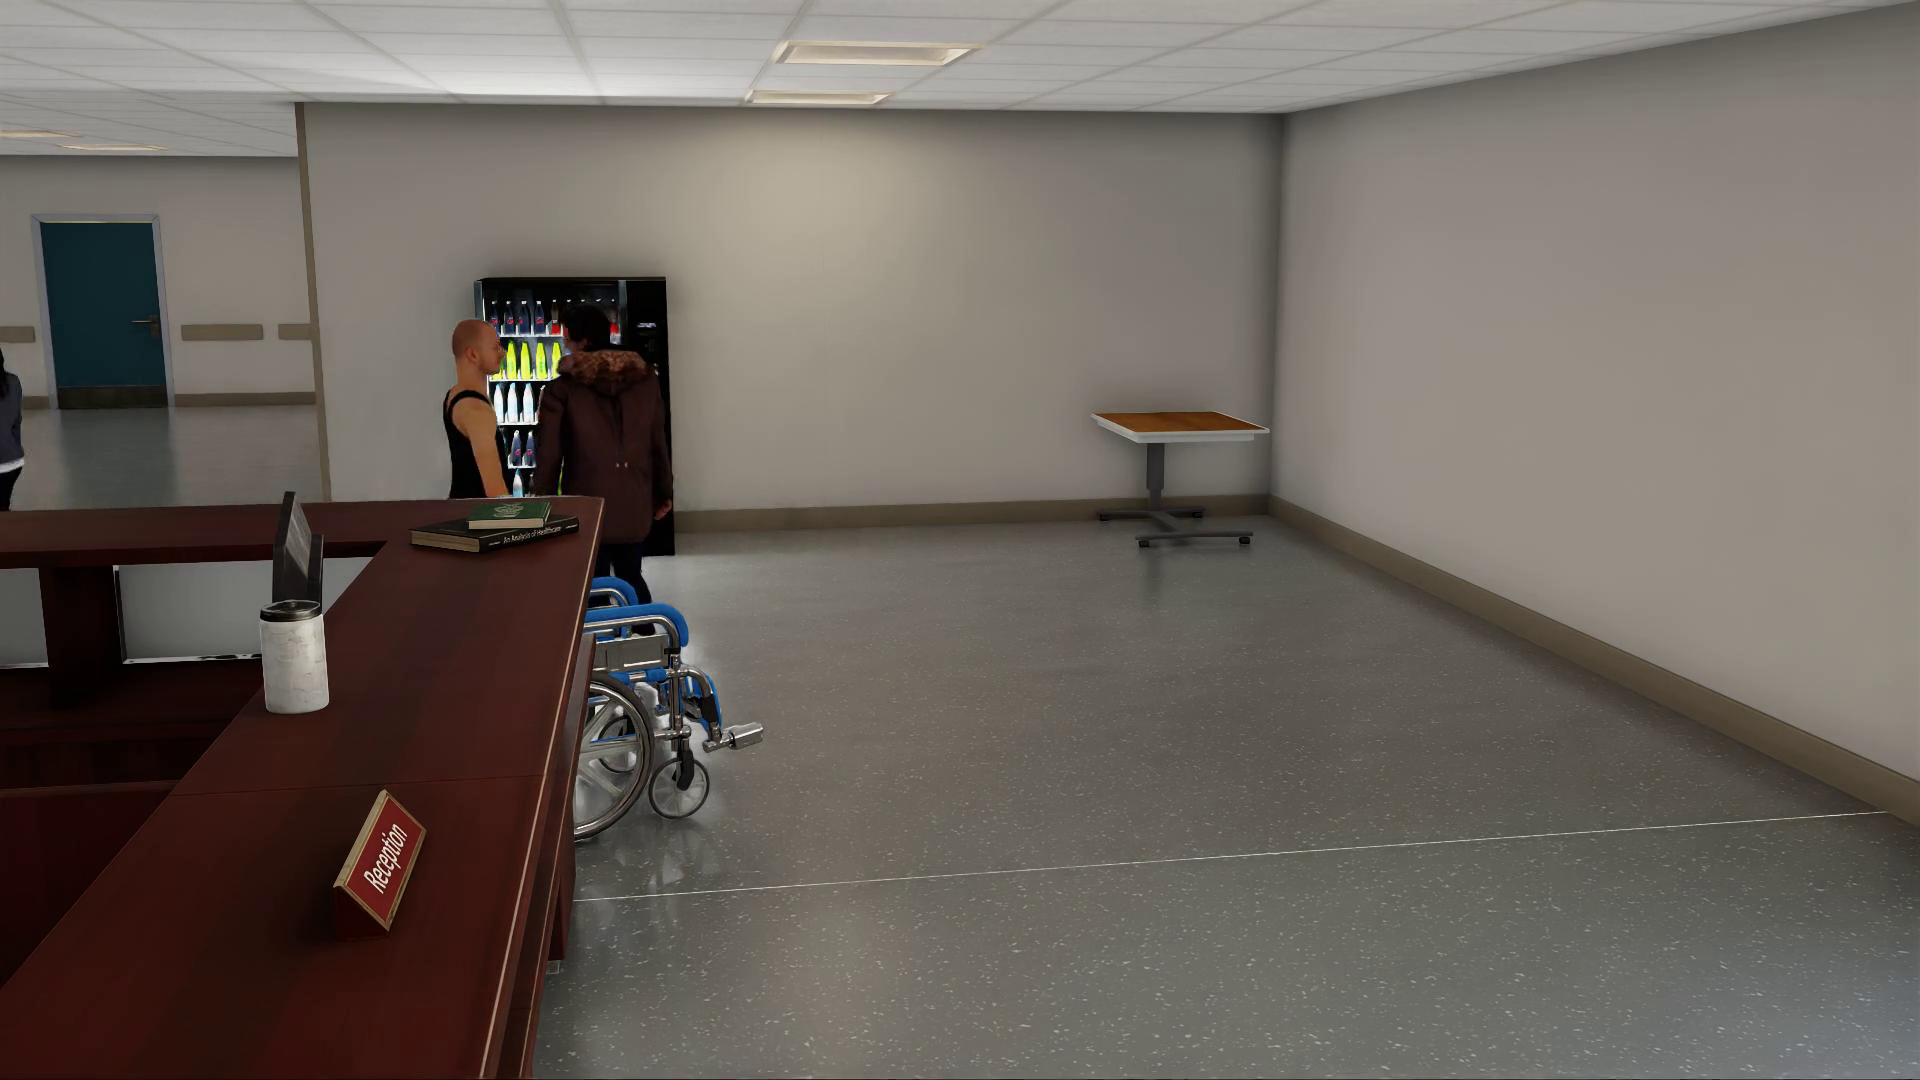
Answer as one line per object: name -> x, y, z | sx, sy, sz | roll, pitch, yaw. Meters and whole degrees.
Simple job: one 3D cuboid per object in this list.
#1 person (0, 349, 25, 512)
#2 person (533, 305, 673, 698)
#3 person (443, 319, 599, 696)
person -> -5.616, -0.427, 9.732 | 0.867, 1.582, 0.744 | 0, 11, 0
person -> -1.597, -0.126, 7.572 | 1.026, 1.796, 1.060 | -6, 12, -30
person -> -2.106, 0.015, 6.894 | 1.161, 1.772, 0.839 | -5, 12, -23
